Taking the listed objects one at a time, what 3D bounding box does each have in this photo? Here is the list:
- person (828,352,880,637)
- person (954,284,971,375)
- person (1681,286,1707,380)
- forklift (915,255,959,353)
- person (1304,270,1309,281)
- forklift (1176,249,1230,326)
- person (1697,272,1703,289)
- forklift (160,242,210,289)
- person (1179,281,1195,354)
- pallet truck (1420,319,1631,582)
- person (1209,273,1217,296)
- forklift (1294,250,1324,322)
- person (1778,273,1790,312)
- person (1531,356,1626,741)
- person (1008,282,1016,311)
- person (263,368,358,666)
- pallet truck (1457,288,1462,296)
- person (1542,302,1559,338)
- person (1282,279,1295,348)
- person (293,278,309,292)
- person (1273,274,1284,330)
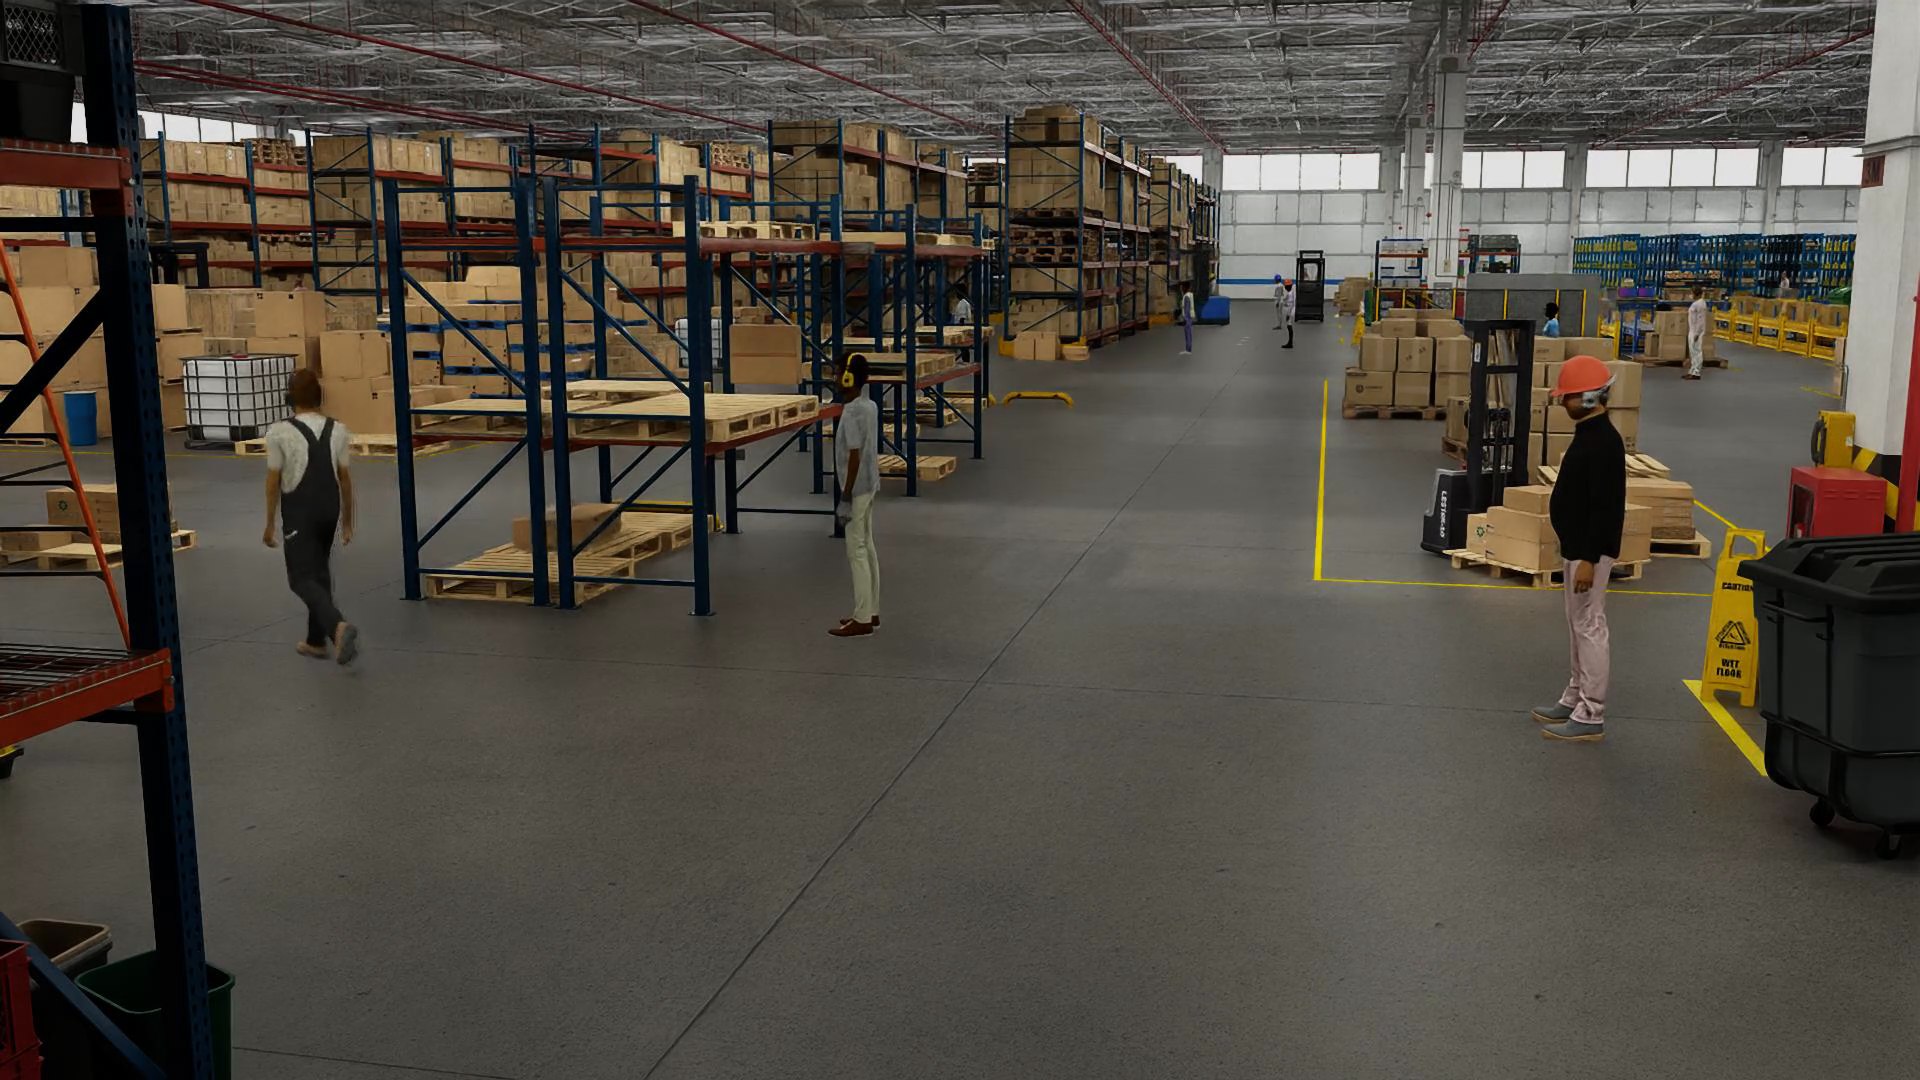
[{"bbox_3d":[-0.699,-0.294,10.934,0.328,1.873,0.520,2,10,13],"label":"person"},{"bbox_3d":[0.049,-4.503,35.595,0.379,1.959,0.603,2,10,13],"label":"person"},{"bbox_3d":[15.108,-4.248,34.163,0.371,1.934,0.627,2,10,13],"label":"person"},{"bbox_3d":[-0.730,-6.174,42.767,1.129,2.768,1.873,2,10,12],"label":"forklift"},{"bbox_3d":[18.017,-13.127,86.839,0.407,1.902,0.639,2,10,13],"label":"person"},{"bbox_3d":[8.965,-9.276,61.133,1.873,2.768,1.129,0,10,2],"label":"forklift"},{"bbox_3d":[35.873,-12.064,80.727,0.389,1.837,0.563,2,10,13],"label":"person"},{"bbox_3d":[-16.063,-4.810,34.690,1.129,2.768,1.873,2,10,12],"label":"forklift"},{"bbox_3d":[5.940,-5.803,43.432,0.391,1.914,0.587,2,10,13],"label":"person"},{"bbox_3d":[4.543,-0.757,13.299,0.823,1.965,1.885,-4,10,-22],"label":"pallet truck"},{"bbox_3d":[11.712,-11.460,77.197,0.403,1.822,0.589,2,10,13],"label":"person"},{"bbox_3d":[13.778,-10.002,65.433,1.129,2.768,1.873,2,10,12],"label":"forklift"},{"bbox_3d":[35.884,-10.707,72.508,0.407,1.902,0.639,2,10,13],"label":"person"},{"bbox_3d":[3.206,0.046,8.583,0.393,1.985,0.611,2,10,13],"label":"person"},{"bbox_3d":[1.759,-7.912,56.568,0.320,1.692,0.532,2,10,13],"label":"person"},{"bbox_3d":[-3.894,-0.124,10.089,0.755,1.822,0.524,7,12,37],"label":"person"},{"bbox_3d":[20.506,-9.785,68.819,0.653,1.274,1.630,2,10,12],"label":"pallet truck"},{"bbox_3d":[10.665,-3.437,30.054,0.320,1.697,0.532,2,10,13],"label":"person"},{"bbox_3d":[9.146,-6.299,46.323,0.373,1.928,0.543,2,10,13],"label":"person"},{"bbox_3d":[-20.202,-7.064,50.913,0.407,1.910,0.639,2,10,13],"label":"person"},{"bbox_3d":[11.229,-8.383,58.631,0.402,1.938,0.604,2,10,13],"label":"person"}]
